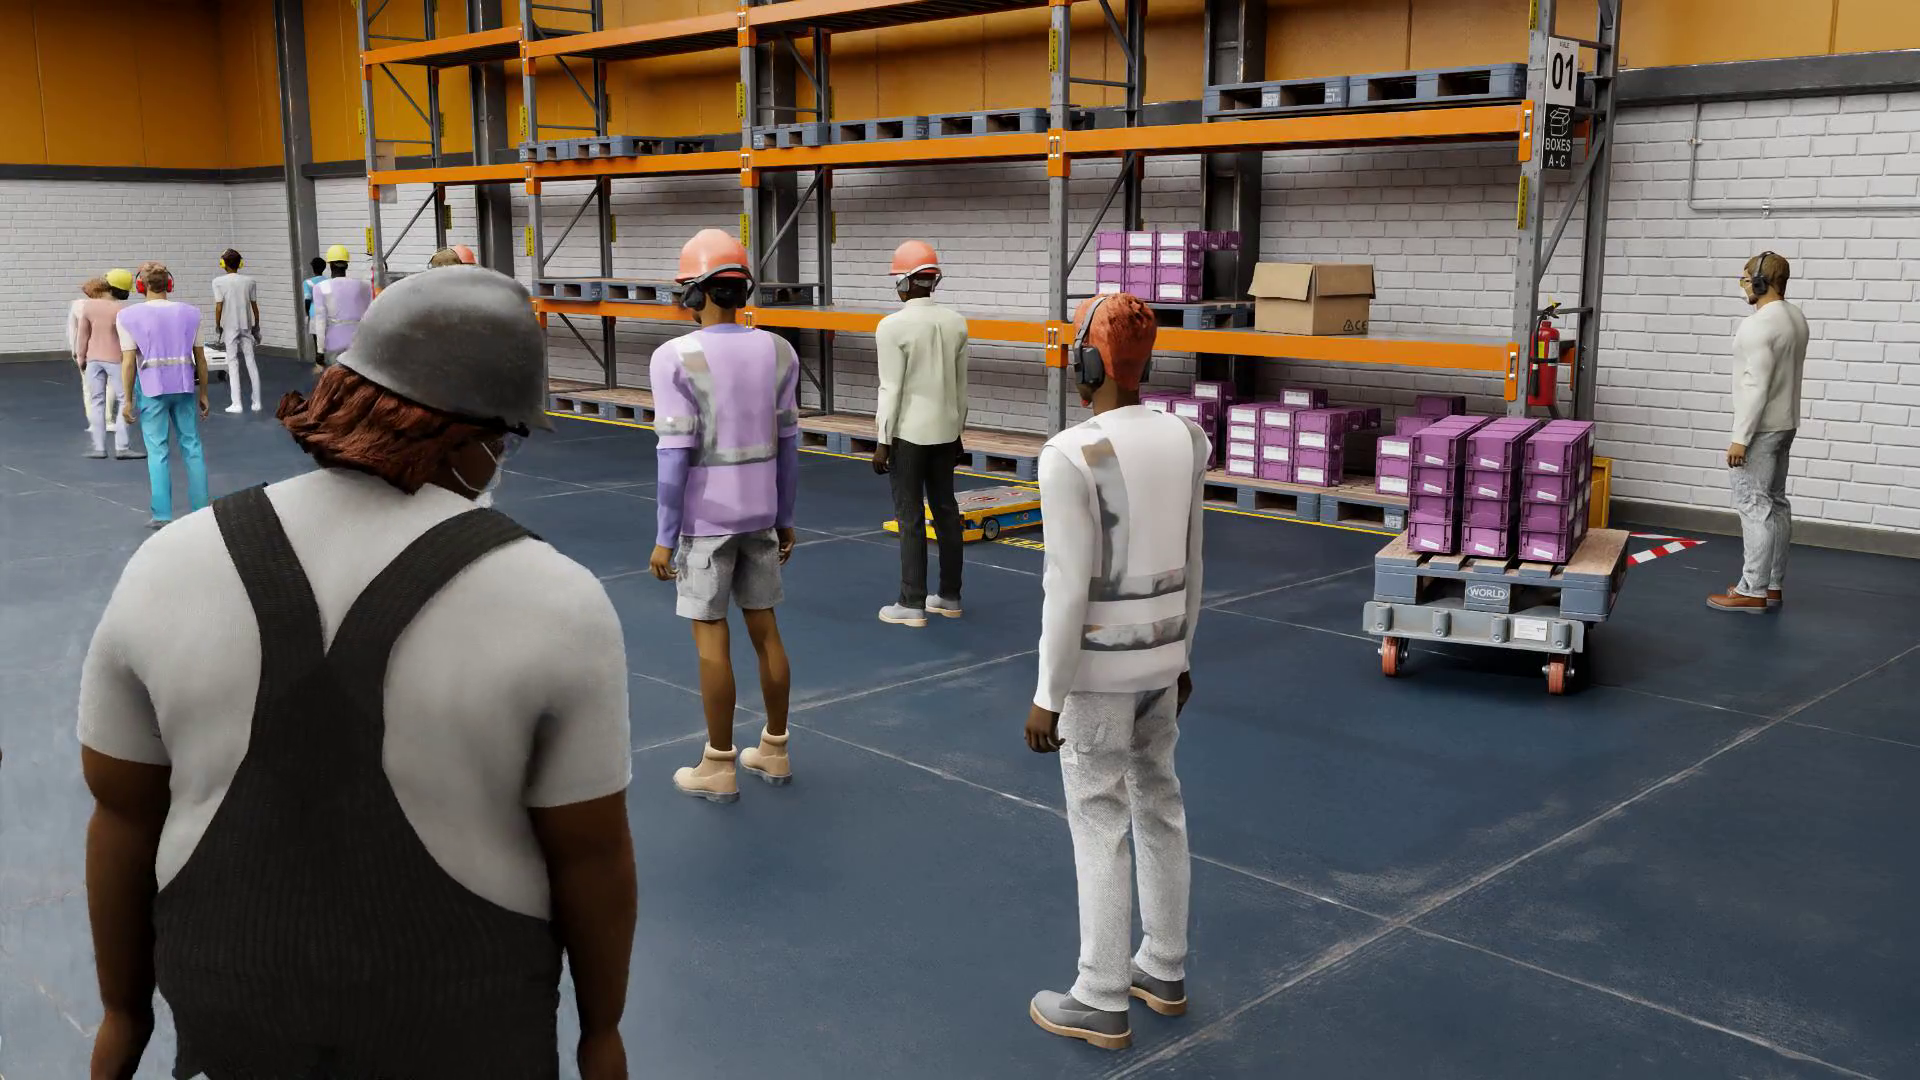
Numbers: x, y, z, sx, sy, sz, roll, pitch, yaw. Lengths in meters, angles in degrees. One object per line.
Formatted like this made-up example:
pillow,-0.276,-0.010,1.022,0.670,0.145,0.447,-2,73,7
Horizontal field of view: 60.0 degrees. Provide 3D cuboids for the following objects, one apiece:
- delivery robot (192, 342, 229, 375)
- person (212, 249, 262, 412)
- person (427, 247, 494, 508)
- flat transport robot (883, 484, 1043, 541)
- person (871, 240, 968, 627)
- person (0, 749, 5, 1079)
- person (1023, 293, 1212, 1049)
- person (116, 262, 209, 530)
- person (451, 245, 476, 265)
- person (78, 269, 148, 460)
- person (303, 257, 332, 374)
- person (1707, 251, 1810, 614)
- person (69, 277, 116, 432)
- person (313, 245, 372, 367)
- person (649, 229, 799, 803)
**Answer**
delivery robot,-10.334,-2.461,22.765,0.707,0.478,0.477,-10,15,-44
person,-8.295,-2.396,19.081,0.535,1.868,0.309,-10,14,-44
person,-3.441,-1.006,11.310,0.635,1.937,0.353,-10,14,-44
flat transport robot,0.217,-0.201,11.467,1.431,0.197,0.652,-10,14,-44
person,-0.218,-0.552,8.678,0.623,1.992,0.396,-10,14,-44
person,-2.399,0.434,3.603,0.585,1.882,0.337,-10,14,-44
person,0.393,0.330,4.176,0.585,1.880,0.337,-10,14,-44
person,-5.451,-0.981,11.434,0.572,1.840,0.374,-10,14,-44
person,-4.337,-1.615,14.639,0.552,1.932,0.377,-10,14,-44
person,-7.725,-1.587,15.091,0.634,1.721,0.331,1,10,8
person,-9.381,-3.296,24.458,0.540,1.695,0.317,-10,14,-44
person,4.310,-0.572,8.945,0.635,1.936,0.354,-10,14,-44
person,-8.850,-1.887,17.056,0.595,1.599,0.368,1,10,7
person,-6.065,-1.929,16.374,0.594,1.924,0.382,-10,14,-44
person,-0.861,-0.083,5.991,0.615,2.041,0.391,-10,14,-44
